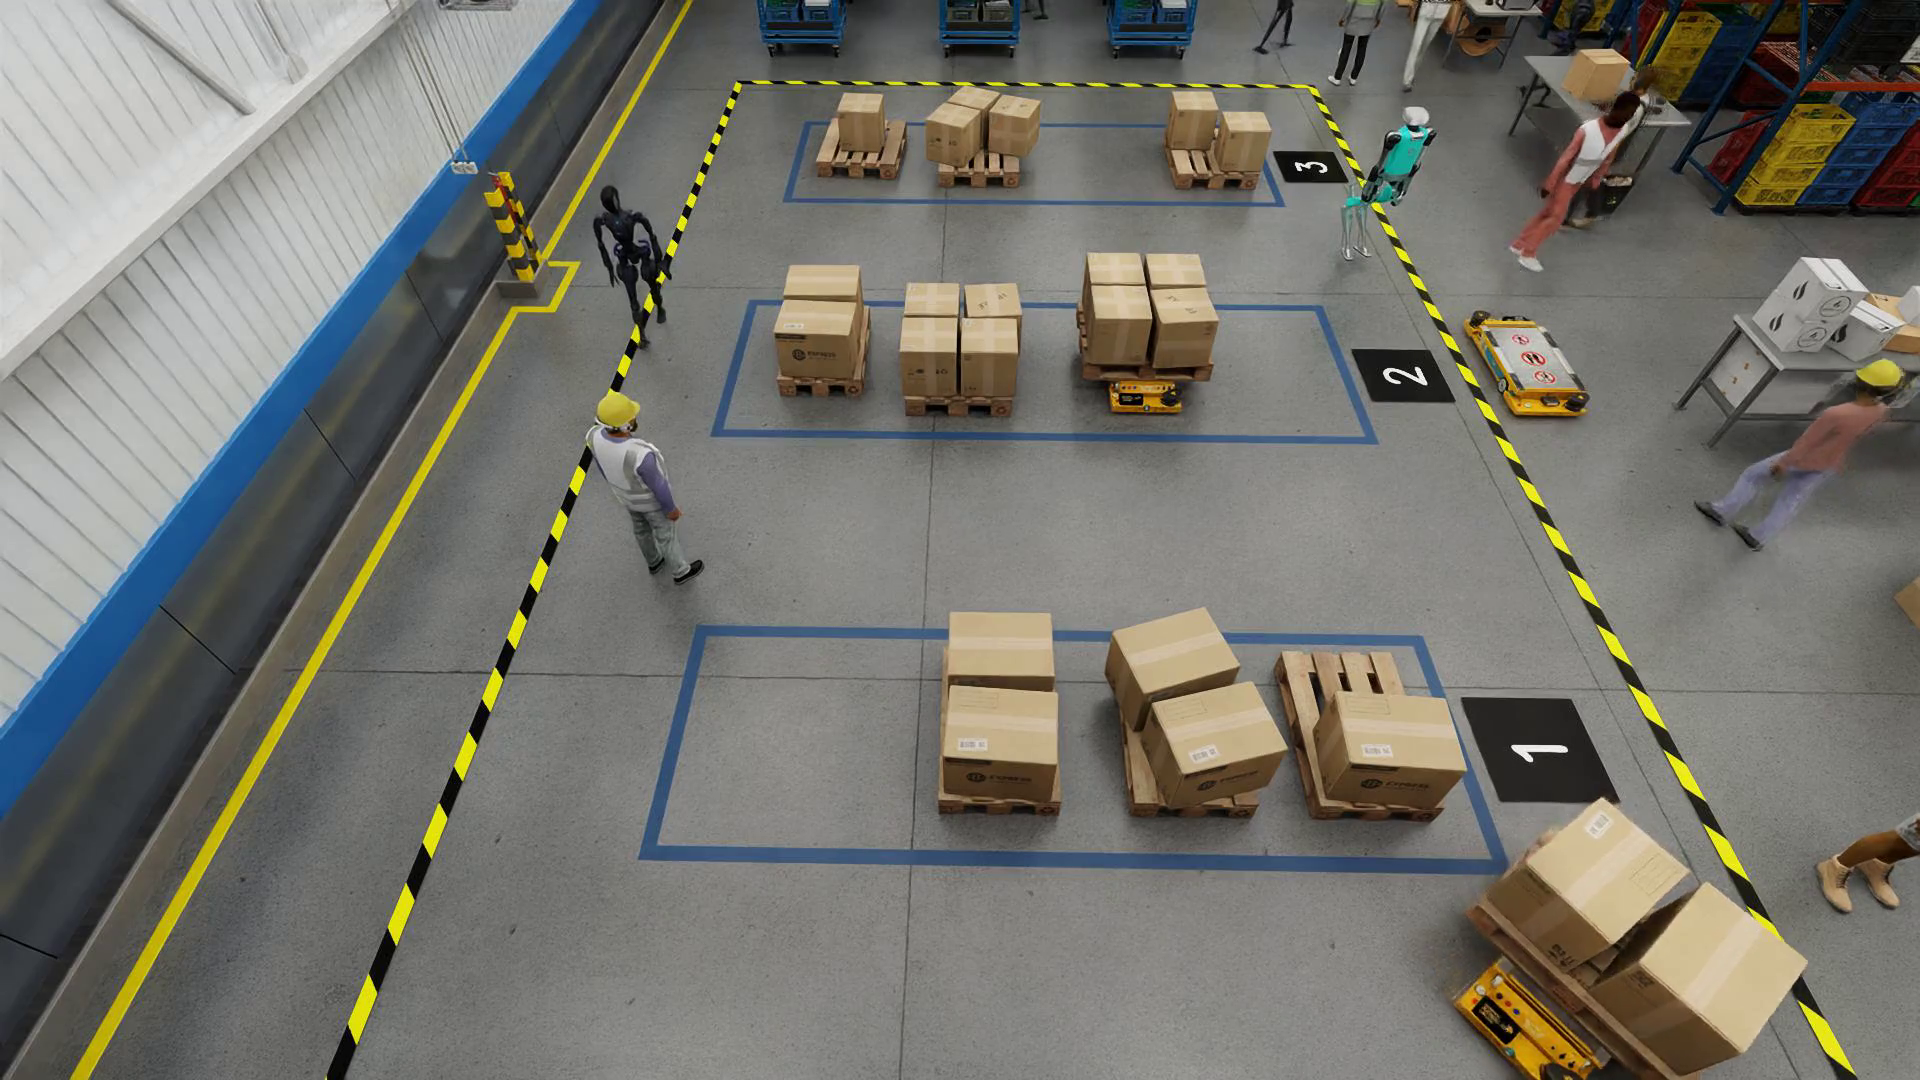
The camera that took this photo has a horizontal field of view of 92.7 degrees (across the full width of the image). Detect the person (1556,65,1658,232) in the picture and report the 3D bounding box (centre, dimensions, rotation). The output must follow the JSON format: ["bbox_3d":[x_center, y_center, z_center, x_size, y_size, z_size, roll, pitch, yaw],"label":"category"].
[{"bbox_3d":[7.267,-4.341,10.263,0.511,1.818,0.570,-35,58,-26],"label":"person"}]

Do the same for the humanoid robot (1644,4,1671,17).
[{"bbox_3d":[10.026,-7.601,13.052,0.735,1.677,0.533,26,54,21],"label":"humanoid robot"}]

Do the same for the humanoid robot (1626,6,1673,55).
[{"bbox_3d":[10.208,-7.862,13.370,0.666,1.802,0.540,-2,49,-2],"label":"humanoid robot"}]

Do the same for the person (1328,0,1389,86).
[{"bbox_3d":[5.647,-7.384,12.877,0.598,1.850,0.394,-1,49,-1],"label":"person"}]

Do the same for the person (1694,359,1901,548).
[{"bbox_3d":[6.563,-0.716,7.171,0.557,1.740,0.693,-6,49,-5],"label":"person"}]

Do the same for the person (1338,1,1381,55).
[{"bbox_3d":[6.100,-8.079,13.551,0.487,1.740,0.313,22,53,18],"label":"person"}]

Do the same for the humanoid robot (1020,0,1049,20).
[{"bbox_3d":[1.200,-9.197,14.569,0.534,1.641,0.584,0,49,0],"label":"humanoid robot"}]

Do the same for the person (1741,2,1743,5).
[{"bbox_3d":[13.198,-9.814,14.981,0.344,1.859,0.504,34,57,26],"label":"person"}]

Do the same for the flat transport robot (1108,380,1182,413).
[{"bbox_3d":[1.773,-1.807,9.079,0.652,0.197,1.431,1,49,1],"label":"flat transport robot"}]

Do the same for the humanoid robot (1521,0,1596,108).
[{"bbox_3d":[8.158,-6.708,12.415,0.477,1.644,0.608,29,55,23],"label":"humanoid robot"}]

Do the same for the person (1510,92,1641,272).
[{"bbox_3d":[6.548,-3.805,9.760,0.632,1.880,0.625,-19,52,-16],"label":"person"}]

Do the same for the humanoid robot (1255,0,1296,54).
[{"bbox_3d":[4.934,-8.197,13.708,0.674,1.628,0.589,9,50,8],"label":"humanoid robot"}]

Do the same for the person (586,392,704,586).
[{"bbox_3d":[-2.340,-0.359,6.809,0.602,1.830,0.404,23,53,19],"label":"person"}]

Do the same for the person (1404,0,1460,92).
[{"bbox_3d":[6.598,-7.262,12.808,0.569,1.795,0.961,6,49,5],"label":"person"}]

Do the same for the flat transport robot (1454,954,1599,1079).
[{"bbox_3d":[3.623,2.509,5.343,1.431,0.197,0.652,-29,55,-23],"label":"flat transport robot"}]

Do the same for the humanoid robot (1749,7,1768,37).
[{"bbox_3d":[12.362,-8.175,13.675,0.304,1.658,0.616,-3,49,-2],"label":"humanoid robot"}]

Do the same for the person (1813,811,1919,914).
[{"bbox_3d":[5.665,1.533,5.034,0.607,2.044,0.391,-1,49,-1],"label":"person"}]

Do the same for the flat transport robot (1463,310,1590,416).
[{"bbox_3d":[5.573,-1.757,9.054,0.659,0.231,1.431,1,49,1],"label":"flat transport robot"}]

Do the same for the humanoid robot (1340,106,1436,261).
[{"bbox_3d":[4.462,-3.849,9.808,0.533,1.672,0.735,-11,50,-9],"label":"humanoid robot"}]

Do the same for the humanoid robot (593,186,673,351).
[{"bbox_3d":[-3.162,-2.692,8.964,0.611,1.628,0.787,-7,49,-6],"label":"humanoid robot"}]

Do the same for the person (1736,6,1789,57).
[{"bbox_3d":[12.082,-7.980,13.394,0.509,1.857,0.338,-9,50,-8],"label":"person"}]
